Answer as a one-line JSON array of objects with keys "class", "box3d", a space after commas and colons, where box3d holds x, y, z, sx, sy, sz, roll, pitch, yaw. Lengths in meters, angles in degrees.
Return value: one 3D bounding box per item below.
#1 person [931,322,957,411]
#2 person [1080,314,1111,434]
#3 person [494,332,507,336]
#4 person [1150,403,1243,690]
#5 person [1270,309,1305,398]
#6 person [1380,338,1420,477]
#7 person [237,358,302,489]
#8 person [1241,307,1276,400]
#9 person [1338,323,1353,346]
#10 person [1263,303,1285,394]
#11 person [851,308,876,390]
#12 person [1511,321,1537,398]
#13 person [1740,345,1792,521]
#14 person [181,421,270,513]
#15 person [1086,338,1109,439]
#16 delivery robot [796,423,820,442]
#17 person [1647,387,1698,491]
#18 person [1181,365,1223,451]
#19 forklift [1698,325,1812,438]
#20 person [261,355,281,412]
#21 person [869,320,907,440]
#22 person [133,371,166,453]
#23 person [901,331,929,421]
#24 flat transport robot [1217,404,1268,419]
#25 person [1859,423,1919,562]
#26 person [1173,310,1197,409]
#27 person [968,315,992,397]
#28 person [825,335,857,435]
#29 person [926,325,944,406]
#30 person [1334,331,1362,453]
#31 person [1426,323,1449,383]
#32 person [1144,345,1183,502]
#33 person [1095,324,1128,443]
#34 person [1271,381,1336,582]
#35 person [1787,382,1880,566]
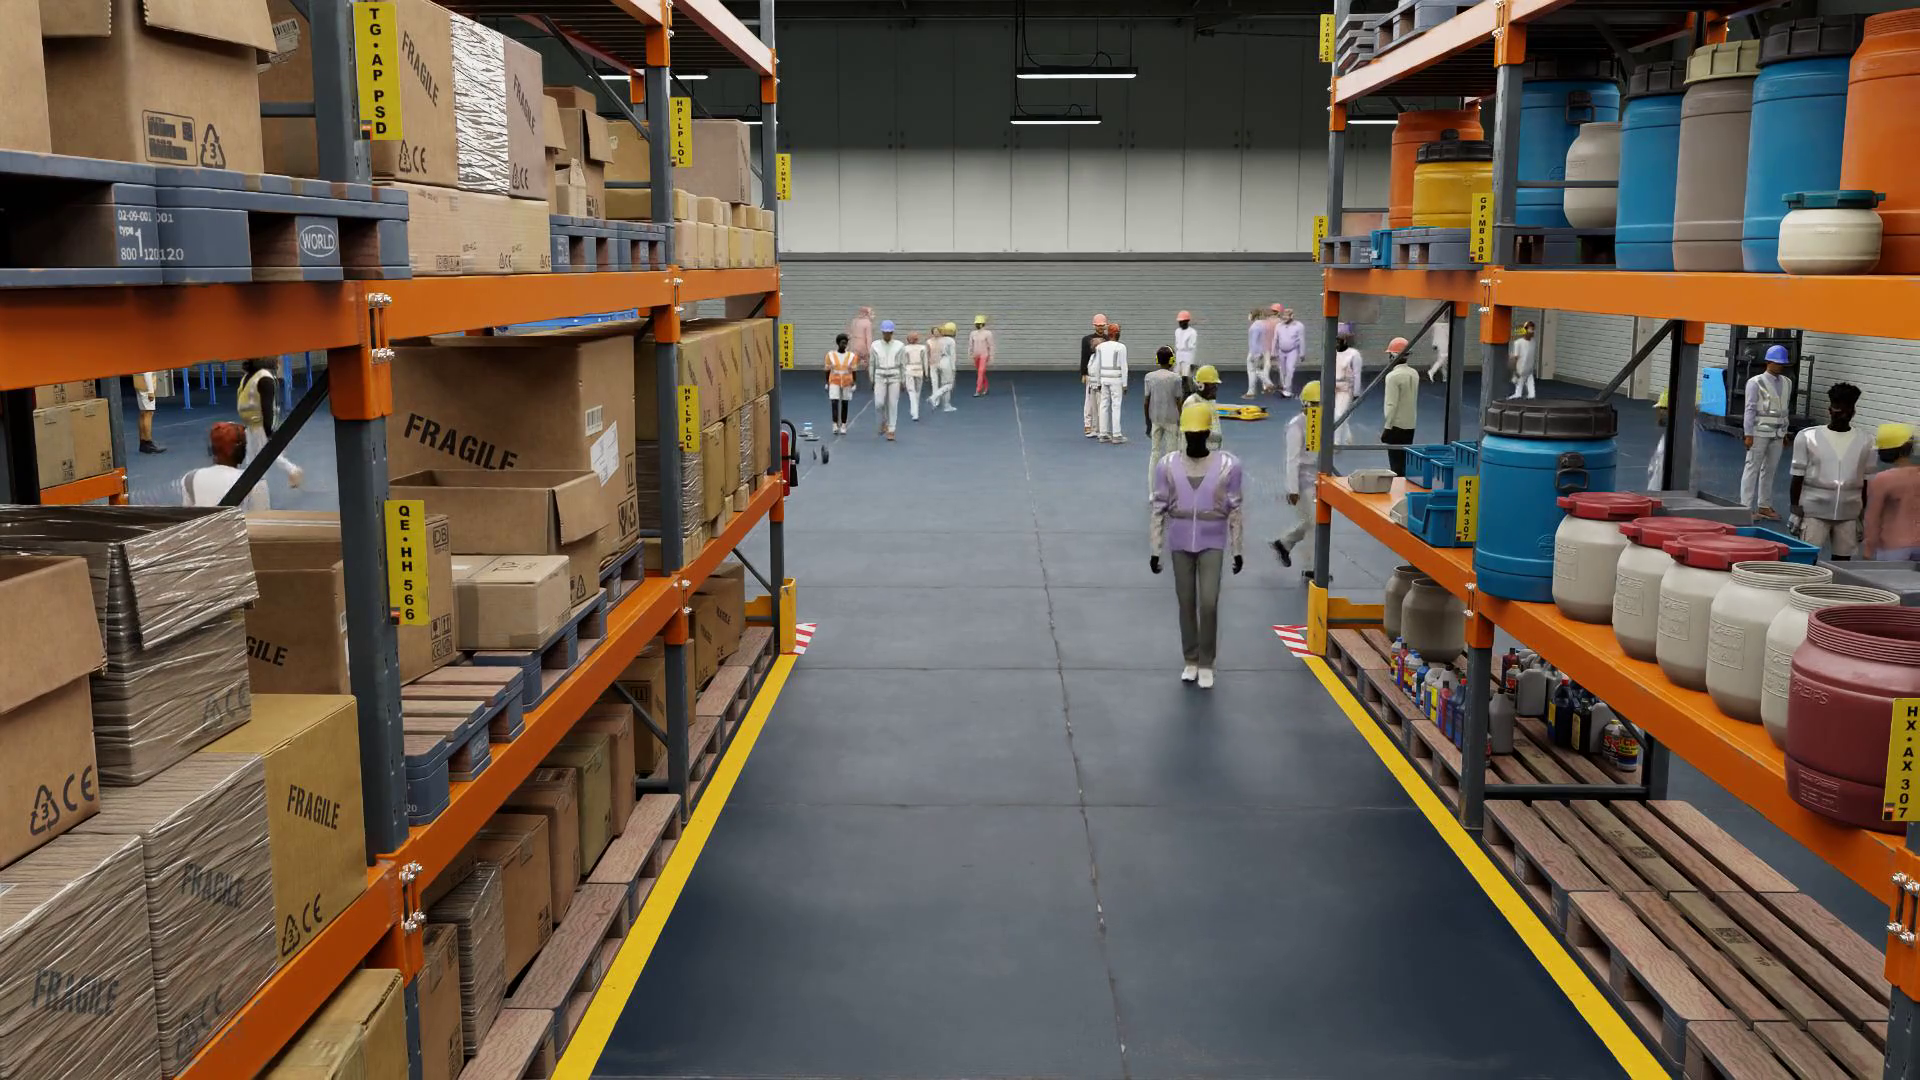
[{"class": "person", "box3d": [-0.306, -3.322, 31.927, 0.573, 1.711, 0.525, -6, 11, -30]}, {"class": "person", "box3d": [2.315, -2.773, 27.788, 0.611, 1.996, 0.379, -2, 10, -11]}, {"class": "person", "box3d": [-6.911, -2.270, 25.348, 0.626, 1.818, 0.866, 5, 10, 25]}, {"class": "person", "box3d": [1.572, 0.042, 11.168, 0.621, 1.904, 0.684, 3, 10, 17]}, {"class": "person", "box3d": [6.842, -3.915, 35.004, 0.681, 1.859, 0.953, 7, 12, 37]}, {"class": "person", "box3d": [5.023, -1.318, 19.072, 0.393, 1.995, 0.612, 9, 13, 43]}, {"class": "person", "box3d": [-8.512, -1.436, 20.326, 0.625, 1.824, 0.671, 9, 13, 43]}, {"class": "person", "box3d": [6.231, -3.896, 34.763, 0.602, 1.923, 0.628, 4, 10, 23]}, {"class": "person", "box3d": [9.937, -5.396, 43.353, 0.605, 2.045, 0.381, 3, 10, 16]}, {"class": "person", "box3d": [6.957, -4.208, 36.519, 0.616, 1.955, 0.955, 7, 12, 37]}, {"class": "person", "box3d": [-2.108, -4.259, 37.194, 0.871, 1.836, 0.672, -6, 11, -33]}, {"class": "person", "box3d": [9.793, -2.894, 28.997, 0.528, 1.849, 0.781, -5, 11, -26]}, {"class": "person", "box3d": [8.934, -1.180, 18.397, 0.615, 1.943, 0.399, -4, 10, -20]}, {"class": "person", "box3d": [-4.541, 0.187, 10.445, 0.603, 1.862, 0.565, 2, 10, 13]}, {"class": "person", "box3d": [2.252, -2.458, 27.035, 0.313, 1.625, 0.578, -4, 10, -21]}, {"class": "delivery robot", "box3d": [-2.185, -1.566, 23.935, 0.335, 0.223, 0.698, -2, 10, -13]}, {"class": "person", "box3d": [6.124, -0.423, 14.368, 0.919, 1.785, 0.589, 4, 10, 25]}, {"class": "person", "box3d": [2.465, -0.858, 16.840, 0.427, 1.817, 0.621, 6, 11, 30]}, {"class": "forklift", "box3d": [13.248, -3.165, 27.620, 1.129, 2.768, 1.873, 0, 9, 1]}, {"class": "person", "box3d": [-13.224, -3.357, 31.735, 0.340, 1.846, 0.512, 6, 11, 34]}, {"class": "person", "box3d": [-1.160, -2.577, 26.795, 0.605, 1.933, 0.431, 0, 9, 1]}, {"class": "person", "box3d": [-12.254, -2.295, 25.098, 0.370, 1.935, 0.552, -8, 12, -38]}, {"class": "person", "box3d": [-0.876, -2.988, 30.233, 0.542, 1.590, 0.862, -3, 10, -18]}, {"class": "flat transport robot", "box3d": [4.924, -2.396, 30.812, 1.431, 0.197, 0.652, 7, 12, 38]}, {"class": "person", "box3d": [6.567, 0.054, 11.632, 0.559, 1.733, 0.437, -2, 10, -14]}, {"class": "person", "box3d": [4.424, -3.529, 32.529, 0.544, 1.924, 0.561, -7, 12, -36]}, {"class": "person", "box3d": [0.467, -3.958, 35.694, 0.533, 1.732, 0.855, 5, 11, 28]}, {"class": "person", "box3d": [-1.951, -2.554, 27.452, 0.539, 1.655, 0.846, -2, 10, -9]}, {"class": "person", "box3d": [-0.415, -3.508, 33.329, 0.520, 1.611, 0.697, 1, 10, 7]}, {"class": "person", "box3d": [5.677, -2.213, 24.934, 0.452, 1.825, 0.638, -6, 11, -34]}, {"class": "person", "box3d": [11.413, -4.649, 39.378, 0.820, 1.882, 0.650, -3, 10, -19]}, {"class": "person", "box3d": [2.445, -1.382, 19.846, 0.507, 1.869, 0.329, 5, 11, 29]}, {"class": "person", "box3d": [2.418, -2.492, 26.442, 0.579, 1.882, 0.342, 8, 13, 41]}, {"class": "person", "box3d": [3.112, -0.540, 14.970, 0.613, 1.808, 0.595, 8, 12, 40]}, {"class": "person", "box3d": [6.572, -0.212, 12.549, 0.603, 1.963, 0.368, 2, 10, 14]}]
